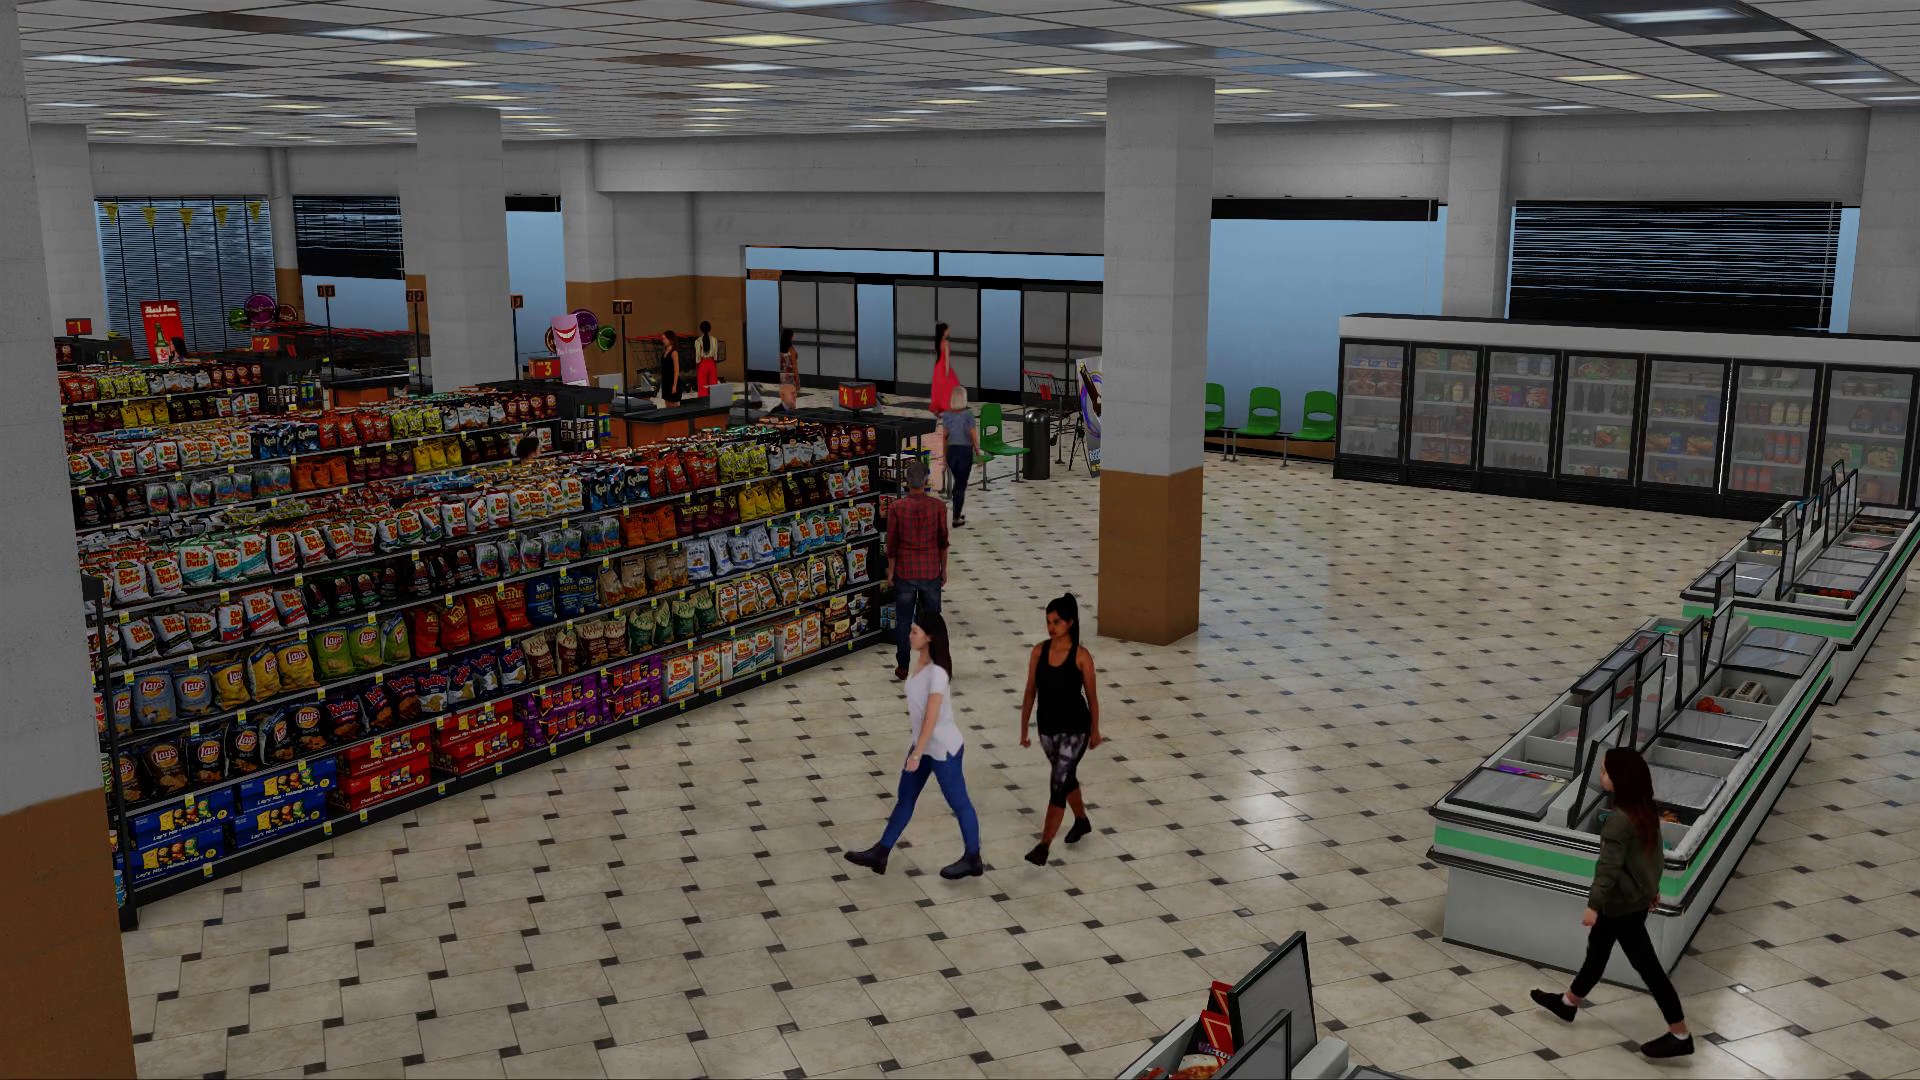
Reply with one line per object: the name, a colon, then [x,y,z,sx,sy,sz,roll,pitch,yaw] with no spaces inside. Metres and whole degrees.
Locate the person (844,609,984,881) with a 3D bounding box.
person: [-0.042,1.235,9.670,1.116,1.648,1.003,-3,12,-14]

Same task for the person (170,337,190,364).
person: [-12.669,-2.455,27.055,0.595,1.706,0.518,9,15,36]

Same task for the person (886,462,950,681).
person: [-0.352,0.252,13.895,0.755,1.831,0.788,-1,12,-5]

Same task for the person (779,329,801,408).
person: [-3.013,-2.884,29.239,0.606,1.645,0.695,-11,16,-41]

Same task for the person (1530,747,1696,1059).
person: [3.212,1.727,7.842,0.694,1.438,0.936,8,14,32]

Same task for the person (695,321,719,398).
person: [-4.445,-2.949,29.187,0.588,1.793,0.722,-8,14,-32]

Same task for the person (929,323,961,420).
person: [-0.374,-2.983,29.549,0.877,1.710,0.767,-8,14,-33]

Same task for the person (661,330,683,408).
person: [-4.633,-2.445,26.695,0.623,1.834,0.644,-9,15,-36]

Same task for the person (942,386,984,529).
person: [-0.039,-0.990,20.092,0.593,1.707,0.667,8,14,32]

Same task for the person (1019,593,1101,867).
person: [0.665,1.141,10.182,0.609,1.620,1.074,8,14,32]

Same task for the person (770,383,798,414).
person: [-2.140,-0.974,19.822,0.784,1.788,0.626,5,13,23]
